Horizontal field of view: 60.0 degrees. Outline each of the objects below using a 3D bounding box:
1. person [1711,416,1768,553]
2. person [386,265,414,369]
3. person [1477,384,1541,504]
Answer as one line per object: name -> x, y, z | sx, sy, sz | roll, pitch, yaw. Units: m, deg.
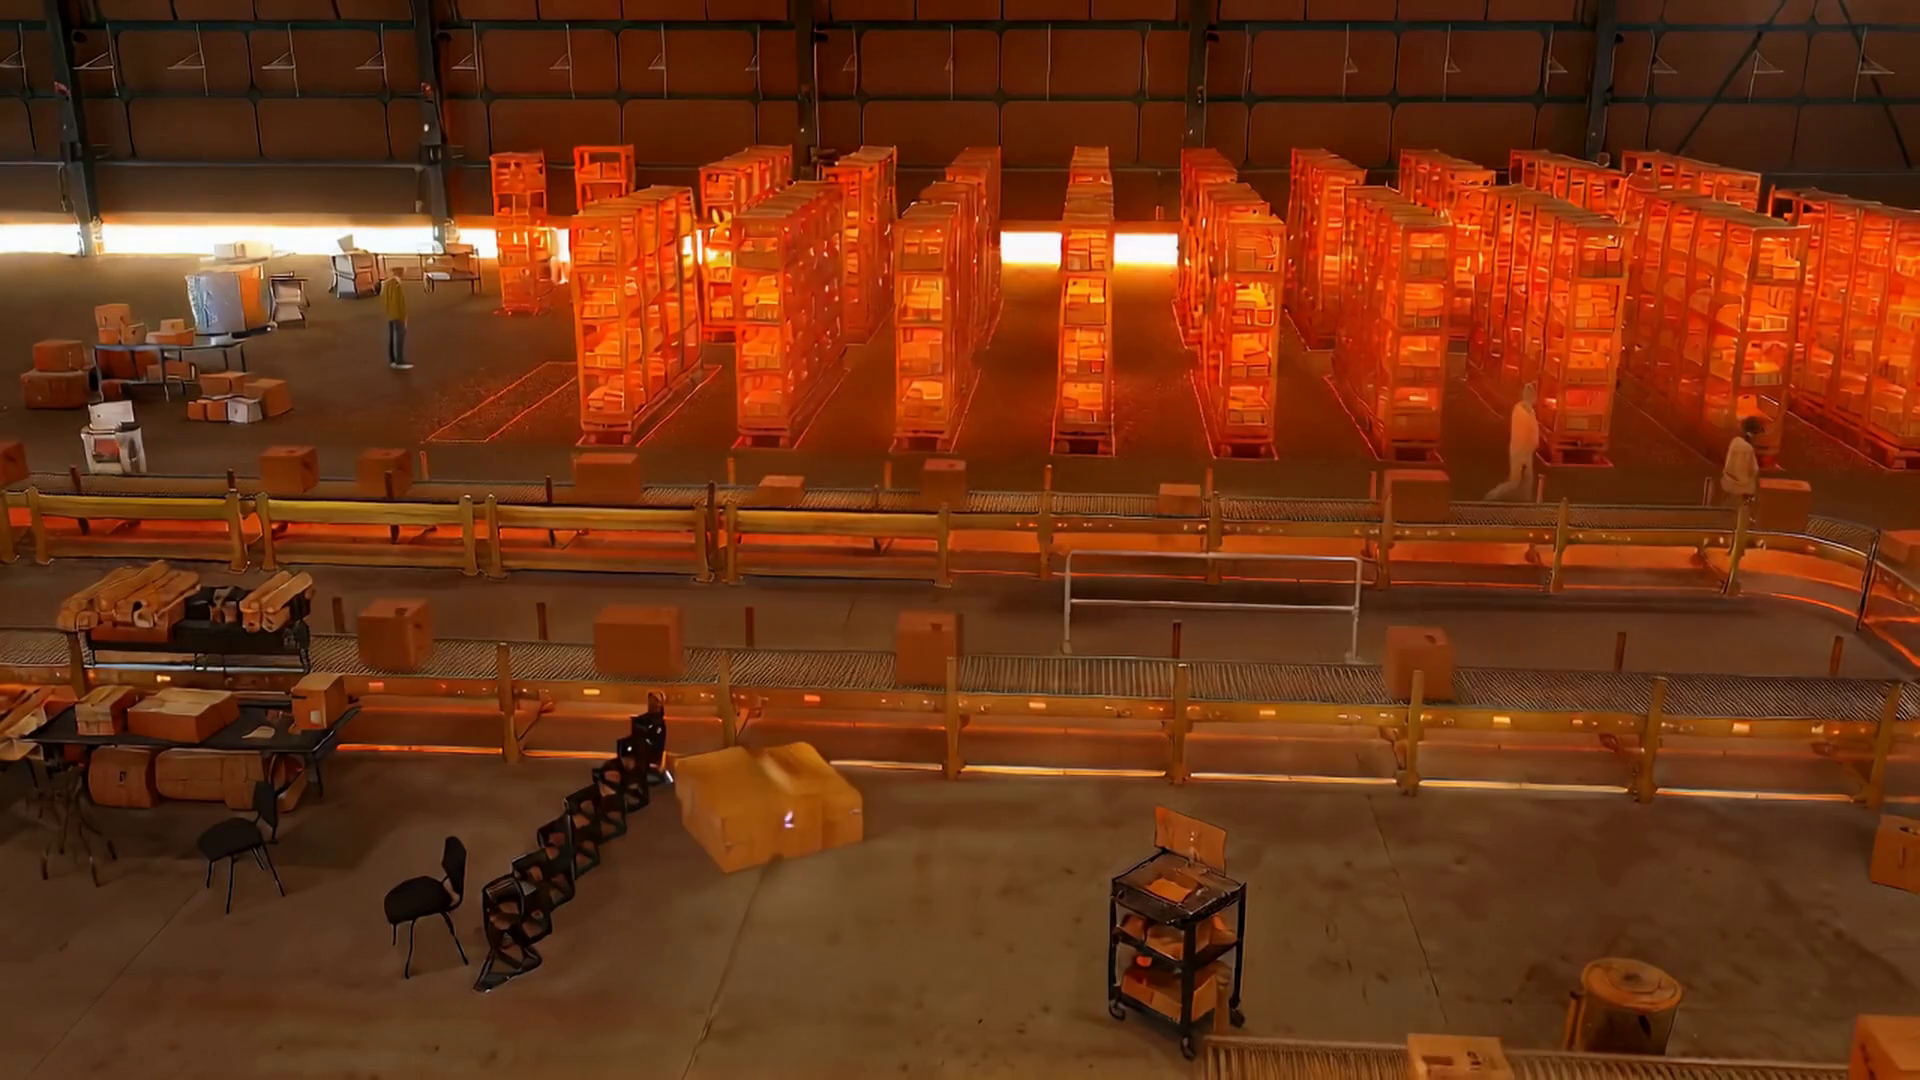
person -> 9.775, -0.676, 20.754 | 0.593, 1.803, 0.598 | 9, 19, 25
person -> -10.747, -4.275, 31.898 | 0.430, 1.981, 0.634 | -15, 23, -40
person -> 7.419, -1.157, 22.159 | 0.820, 1.882, 0.650 | 5, 18, 17
